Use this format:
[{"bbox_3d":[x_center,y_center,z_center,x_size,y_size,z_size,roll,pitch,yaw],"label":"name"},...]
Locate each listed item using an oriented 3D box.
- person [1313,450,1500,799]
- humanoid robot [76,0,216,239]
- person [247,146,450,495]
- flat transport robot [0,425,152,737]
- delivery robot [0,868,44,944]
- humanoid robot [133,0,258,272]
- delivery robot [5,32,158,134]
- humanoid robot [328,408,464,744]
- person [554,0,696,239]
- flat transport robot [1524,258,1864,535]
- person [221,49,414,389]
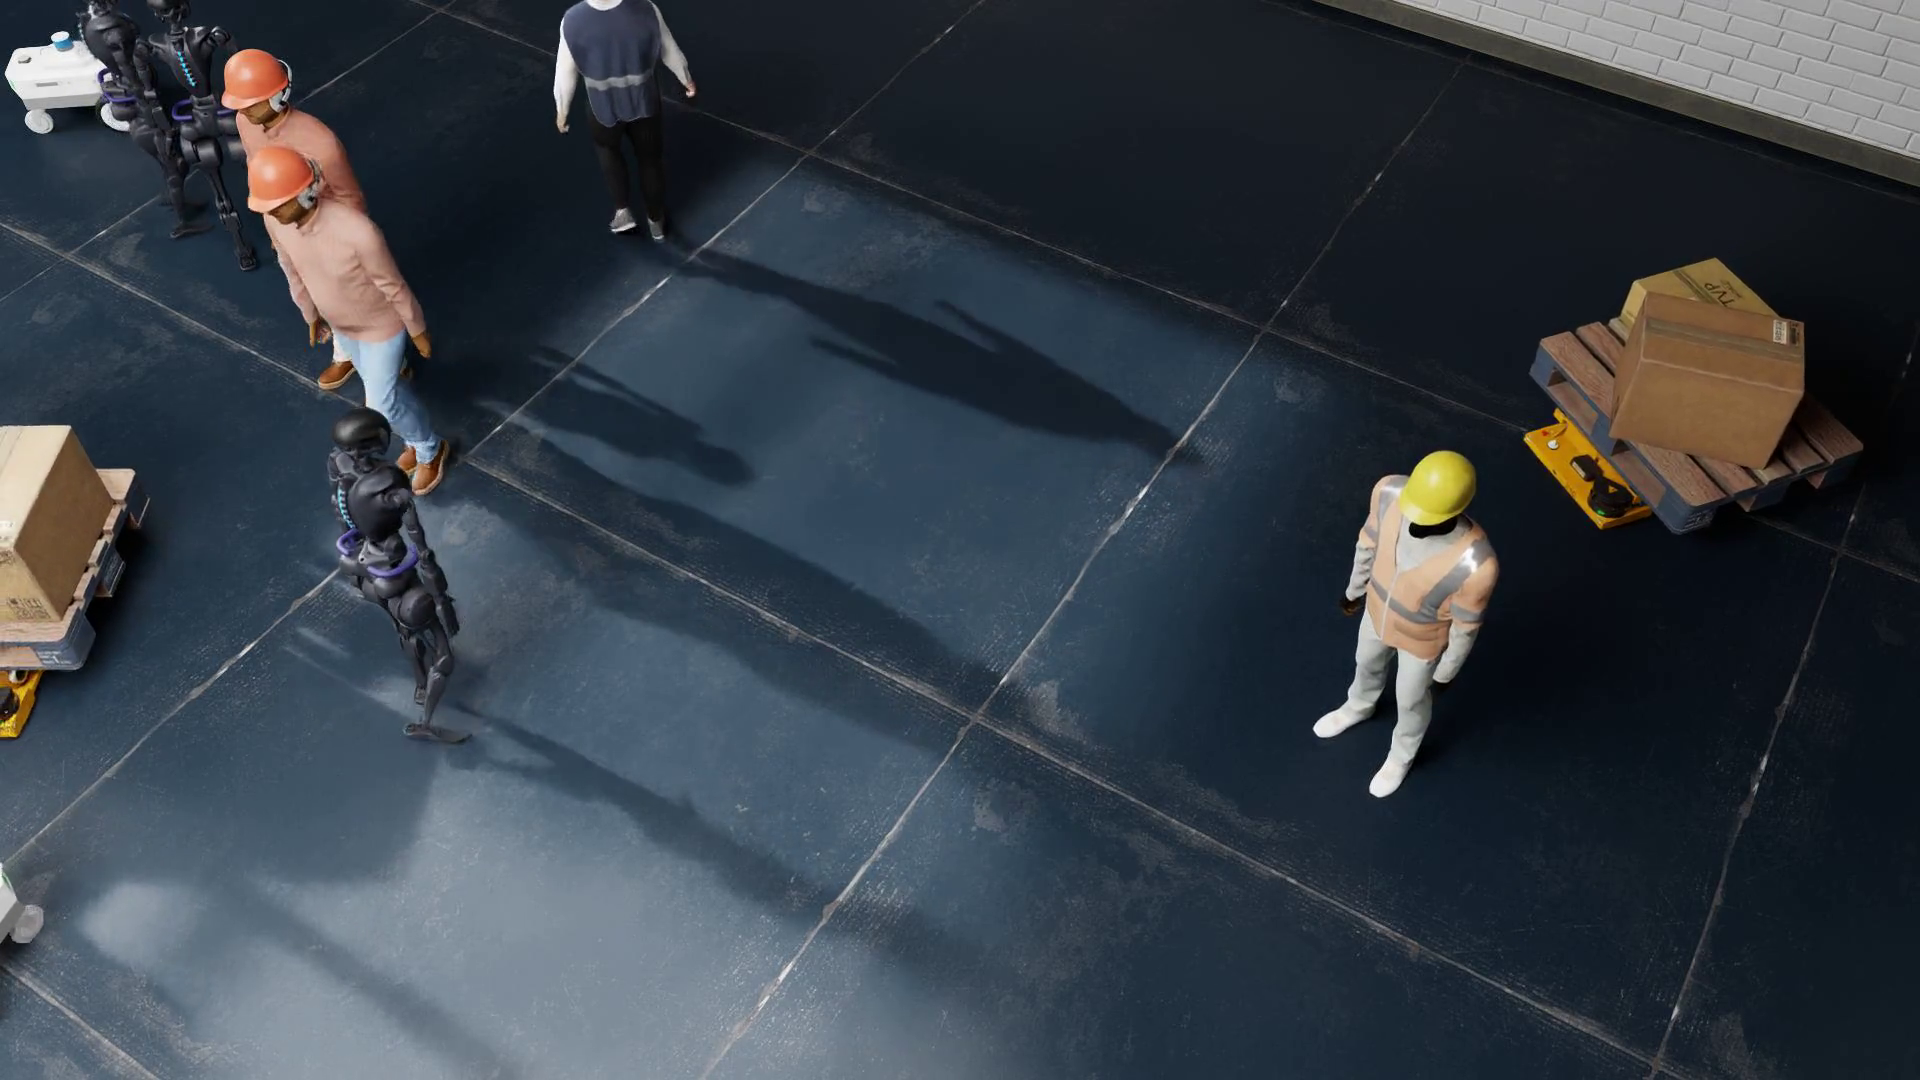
[{"bbox_3d":[1.717,0.323,6.450,0.437,1.911,0.594,-26,54,-21],"label":"person"},{"bbox_3d":[-4.381,-2.331,8.914,0.319,1.647,0.610,-24,53,-20],"label":"humanoid robot"},{"bbox_3d":[-2.735,-0.988,7.550,0.634,1.965,0.511,21,52,18],"label":"person"},{"bbox_3d":[-4.397,0.266,7.583,0.659,0.231,1.431,0,49,0],"label":"flat transport robot"},{"bbox_3d":[-3.886,1.588,6.242,0.499,0.601,0.783,12,50,11],"label":"delivery robot"},{"bbox_3d":[-3.926,-2.168,8.768,0.599,1.655,0.315,-11,50,-10],"label":"humanoid robot"},{"bbox_3d":[-5.301,-2.781,10.069,0.811,0.613,0.499,-6,49,-5],"label":"delivery robot"},{"bbox_3d":[-2.330,0.165,6.742,0.617,1.645,0.485,30,55,23],"label":"humanoid robot"},{"bbox_3d":[-1.783,-2.360,8.897,0.766,1.746,0.477,-11,50,-9],"label":"person"},{"bbox_3d":[3.608,-0.515,8.266,1.431,0.231,0.659,-17,51,-14],"label":"flat transport robot"},{"bbox_3d":[-3.076,-1.463,7.950,0.622,1.991,0.394,21,52,17],"label":"person"}]
